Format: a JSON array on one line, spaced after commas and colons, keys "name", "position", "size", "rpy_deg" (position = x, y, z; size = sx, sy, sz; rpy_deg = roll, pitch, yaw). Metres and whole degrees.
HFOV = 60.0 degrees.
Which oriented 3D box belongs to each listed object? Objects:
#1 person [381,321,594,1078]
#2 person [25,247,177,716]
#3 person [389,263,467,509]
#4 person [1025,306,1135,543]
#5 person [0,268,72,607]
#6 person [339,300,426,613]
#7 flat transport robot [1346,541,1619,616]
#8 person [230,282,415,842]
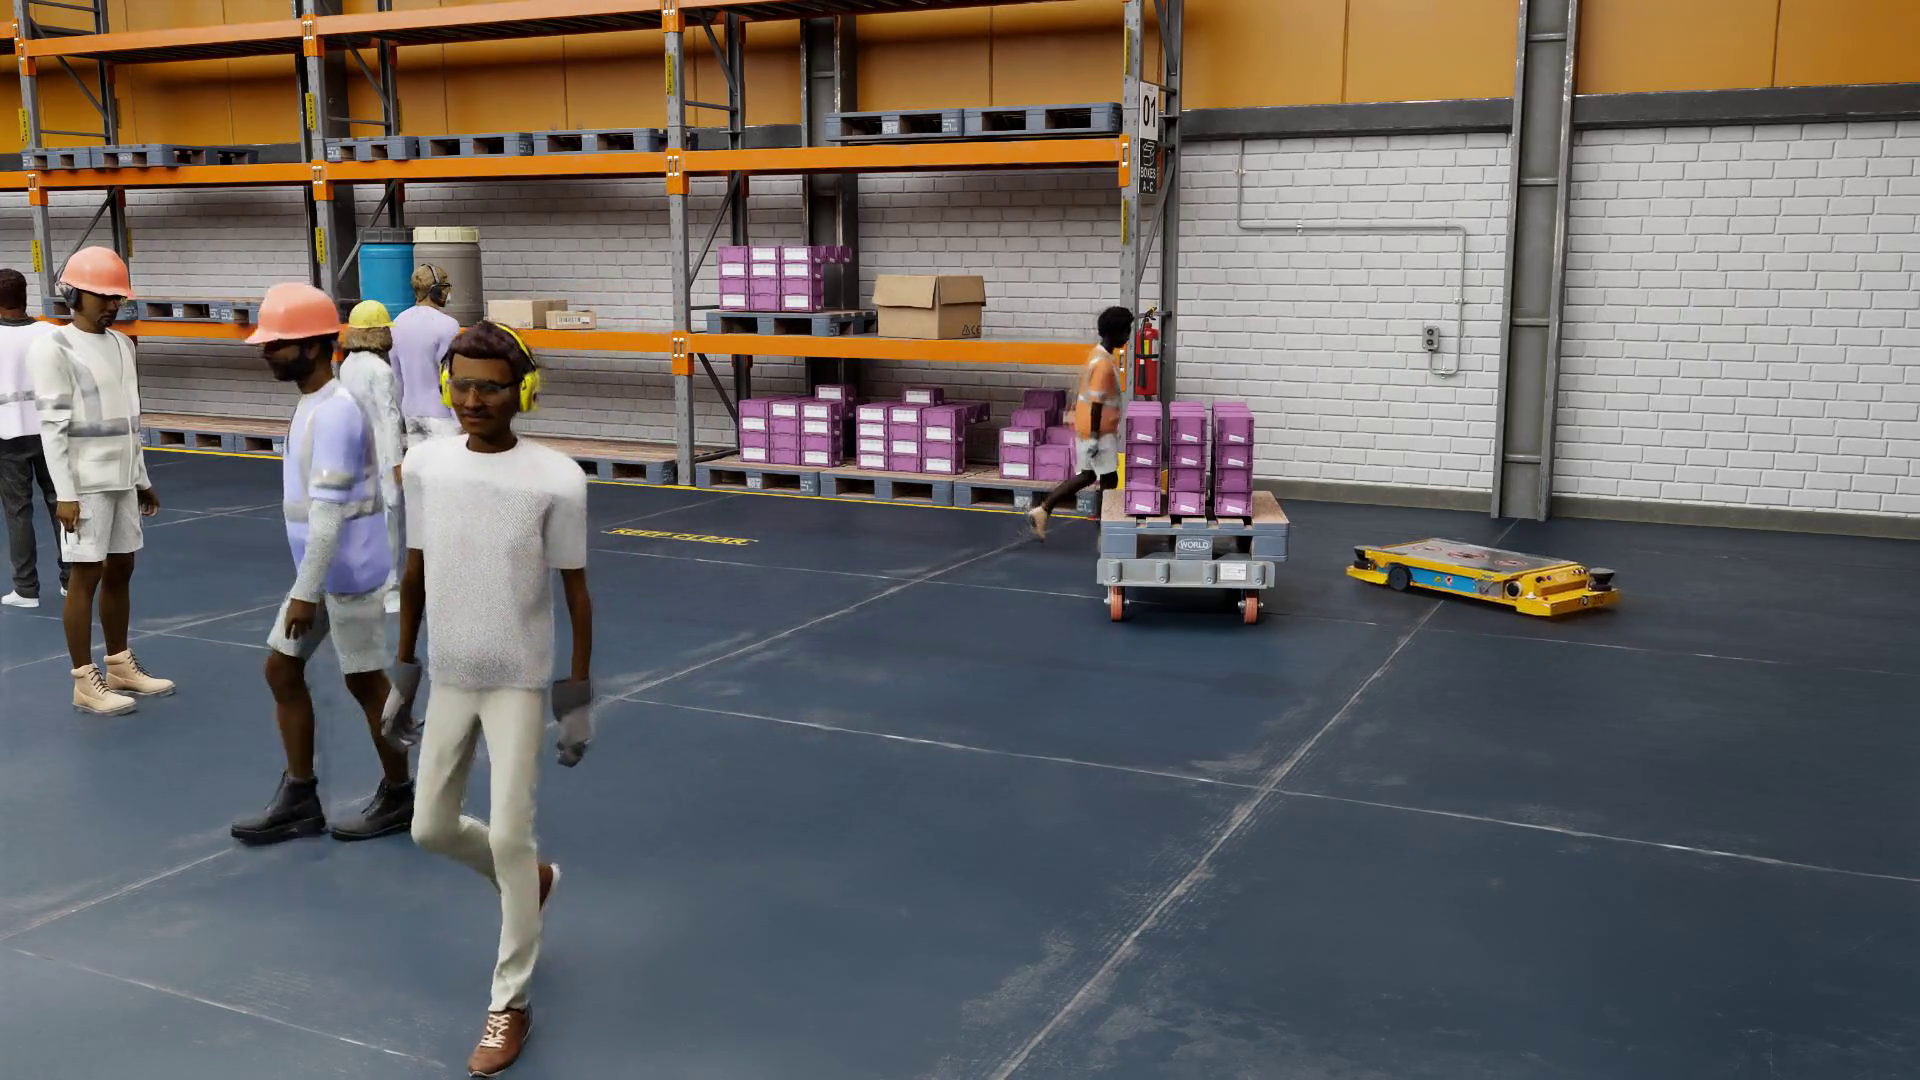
[{"name": "person", "position": [-1.197, 0.363, 4.266], "size": [0.570, 1.852, 0.670], "rpy_deg": [2, 10, 13]}, {"name": "person", "position": [-3.749, -0.258, 7.315], "size": [0.392, 2.033, 0.605], "rpy_deg": [1, 10, 8]}, {"name": "person", "position": [-3.287, -0.753, 10.414], "size": [0.628, 1.940, 0.373], "rpy_deg": [7, 12, 34]}, {"name": "person", "position": [0.818, -0.725, 11.036], "size": [0.712, 1.660, 0.602], "rpy_deg": [1, 10, 3]}, {"name": "person", "position": [-5.296, -0.571, 9.441], "size": [0.399, 1.916, 0.590], "rpy_deg": [9, 13, 42]}, {"name": "person", "position": [-3.262, -0.464, 9.321], "size": [0.485, 1.744, 0.294], "rpy_deg": [8, 13, 39]}, {"name": "flat transport robot", "position": [3.040, 0.195, 9.758], "size": [0.652, 0.197, 1.431], "rpy_deg": [-7, 12, -36]}, {"name": "person", "position": [-2.184, 0.112, 5.535], "size": [0.755, 1.908, 0.543], "rpy_deg": [-6, 12, -32]}]
